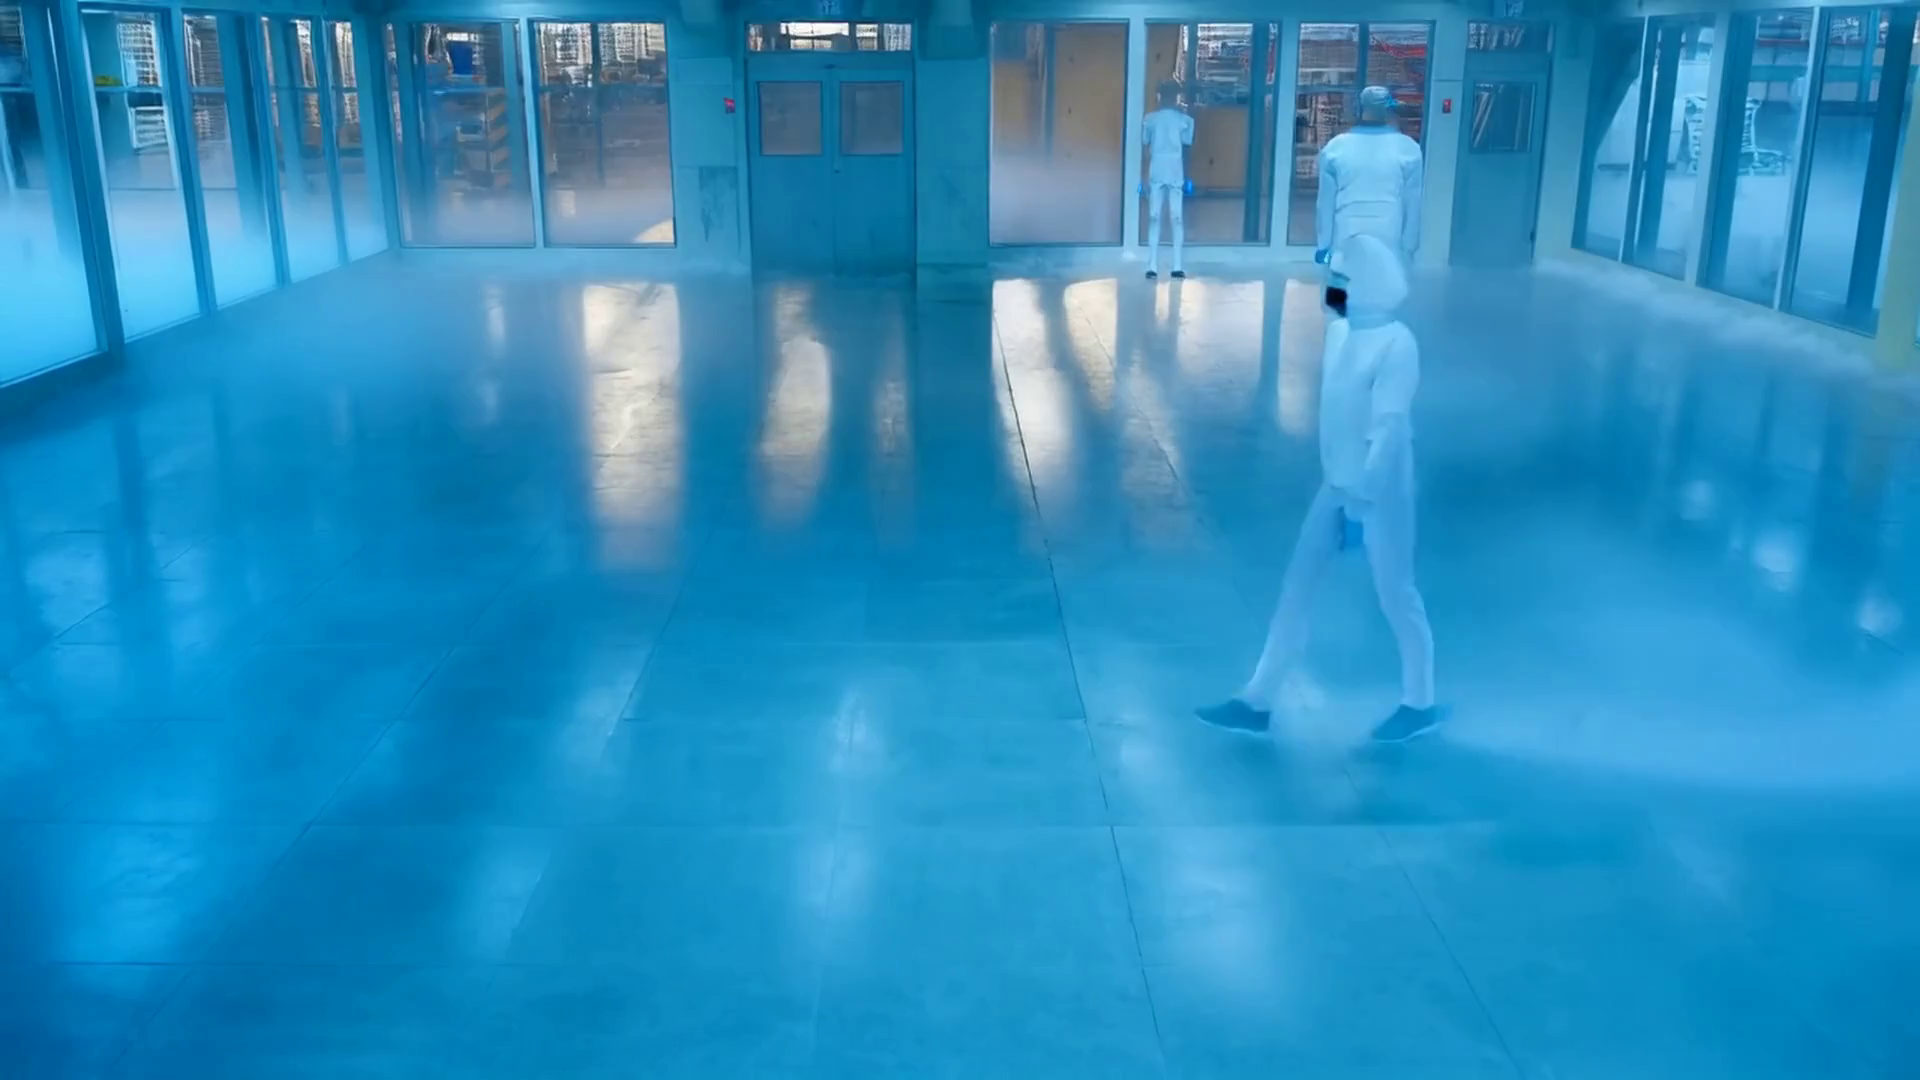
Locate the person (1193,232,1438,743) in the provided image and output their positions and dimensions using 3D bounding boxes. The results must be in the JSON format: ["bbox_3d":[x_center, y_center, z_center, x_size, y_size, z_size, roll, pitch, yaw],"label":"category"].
[{"bbox_3d":[1.151,-0.119,5.055,0.844,1.594,0.515,-6,17,-19],"label":"person"}]

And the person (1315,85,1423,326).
[{"bbox_3d":[2.577,-1.894,10.540,0.651,1.913,0.409,3,17,10],"label":"person"}]

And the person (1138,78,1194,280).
[{"bbox_3d":[1.956,-3.407,15.767,0.534,1.868,0.310,3,17,10],"label":"person"}]
